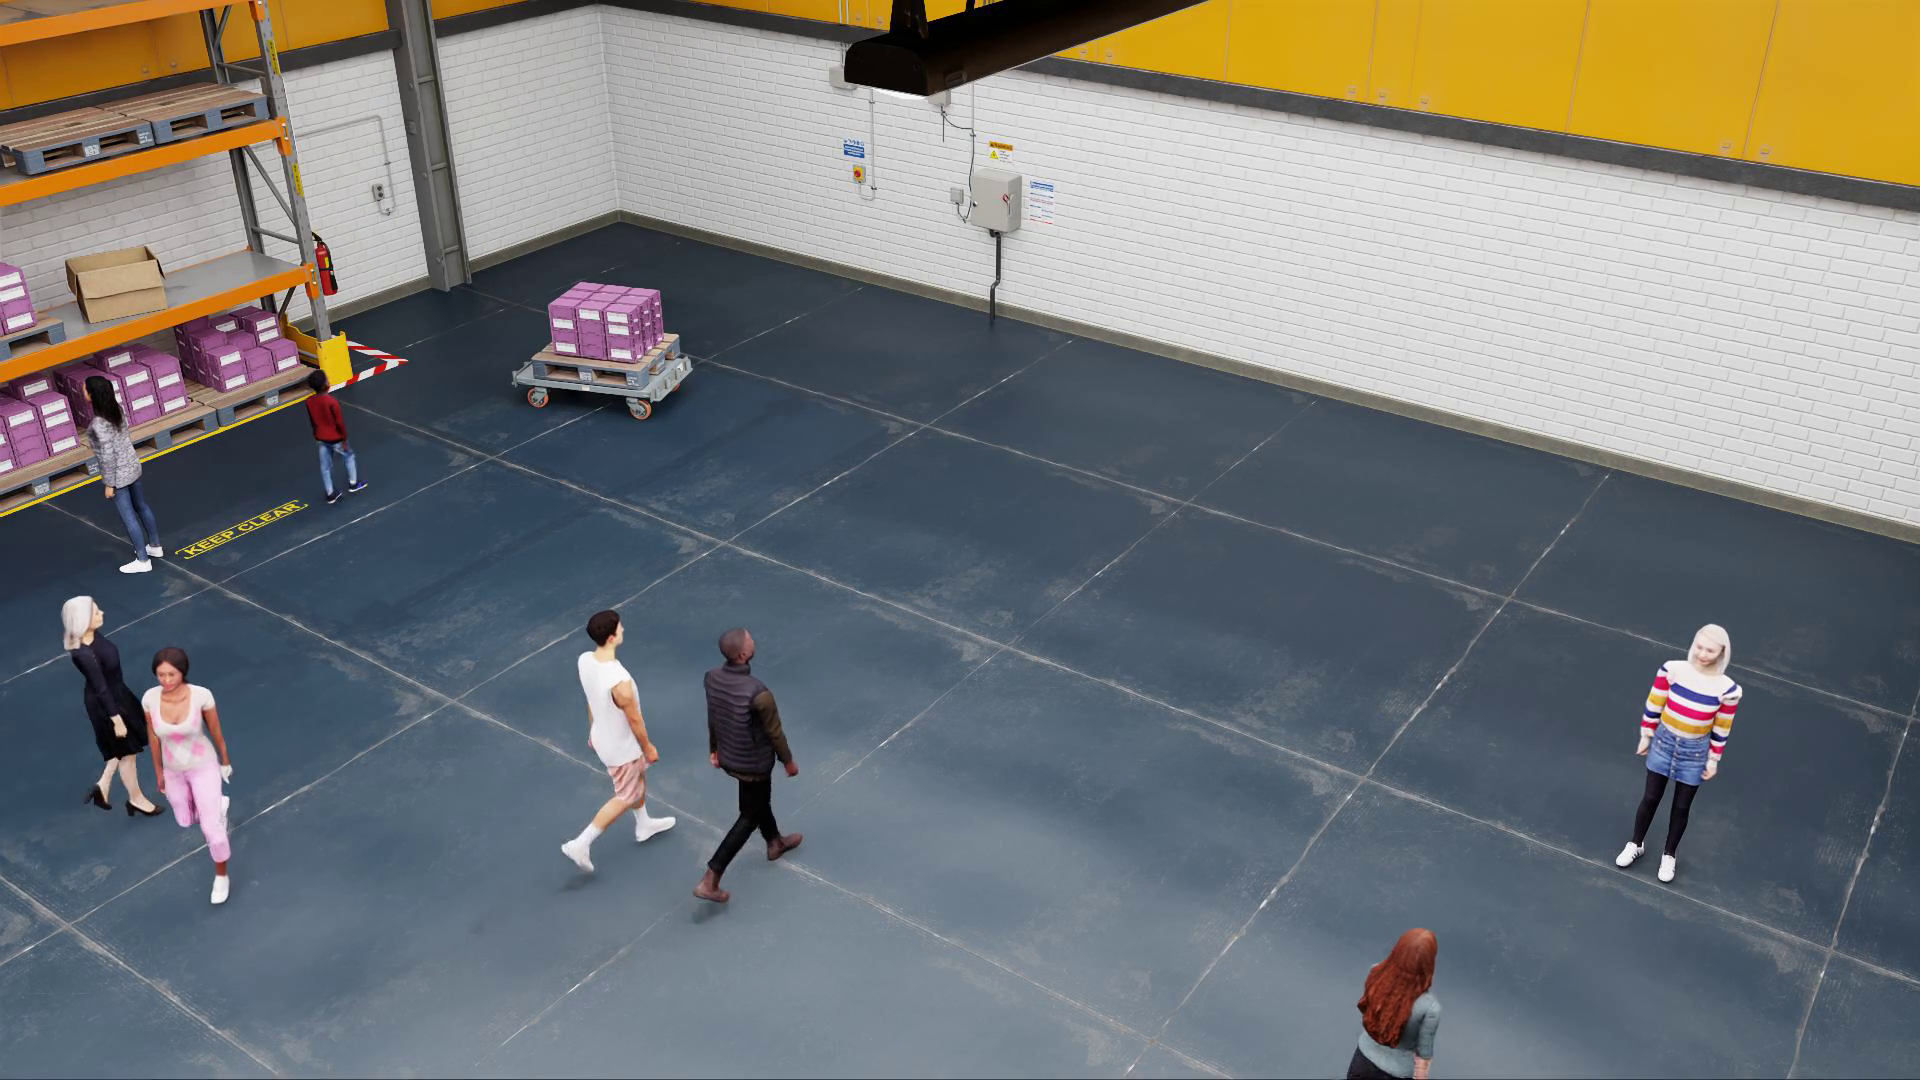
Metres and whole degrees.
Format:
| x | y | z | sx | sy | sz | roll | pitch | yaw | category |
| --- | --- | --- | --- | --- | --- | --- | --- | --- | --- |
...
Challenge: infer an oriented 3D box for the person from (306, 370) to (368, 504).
| x | y | z | sx | sy | sz | roll | pitch | yaw | category |
| --- | --- | --- | --- | --- | --- | --- | --- | --- | --- |
| -5.708 | -0.910 | 14.982 | 0.644 | 1.240 | 0.749 | 6 | 29 | 10 | person |

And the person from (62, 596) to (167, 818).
| x | y | z | sx | sy | sz | roll | pitch | yaw | category |
| --- | --- | --- | --- | --- | --- | --- | --- | --- | --- |
| -5.567 | 1.127 | 10.730 | 0.882 | 1.736 | 0.809 | -15 | 32 | -25 | person |

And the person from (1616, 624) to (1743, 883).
| x | y | z | sx | sy | sz | roll | pitch | yaw | category |
| --- | --- | --- | --- | --- | --- | --- | --- | --- | --- |
| 4.480 | 1.304 | 10.332 | 0.649 | 1.808 | 0.502 | 19 | 34 | 31 | person |

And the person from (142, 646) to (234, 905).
| x | y | z | sx | sy | sz | roll | pitch | yaw | category |
| --- | --- | --- | --- | --- | --- | --- | --- | --- | --- |
| -4.723 | 1.381 | 10.280 | 0.937 | 1.722 | 1.038 | -3 | 29 | -6 | person |

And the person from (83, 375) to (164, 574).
| x | y | z | sx | sy | sz | roll | pitch | yaw | category |
| --- | --- | --- | --- | --- | --- | --- | --- | --- | --- |
| -6.979 | -0.565 | 13.837 | 0.750 | 1.733 | 0.648 | 0 | 29 | 0 | person |

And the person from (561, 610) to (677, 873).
| x | y | z | sx | sy | sz | roll | pitch | yaw | category |
| --- | --- | --- | --- | --- | --- | --- | --- | --- | --- |
| -2.212 | 1.290 | 10.406 | 1.140 | 1.760 | 0.845 | -20 | 34 | -32 | person |

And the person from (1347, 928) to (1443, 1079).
| x | y | z | sx | sy | sz | roll | pitch | yaw | category |
| --- | --- | --- | --- | --- | --- | --- | --- | --- | --- |
| 2.007 | 2.629 | 8.027 | 0.711 | 1.688 | 1.207 | 24 | 37 | 37 | person |

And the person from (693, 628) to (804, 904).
| x | y | z | sx | sy | sz | roll | pitch | yaw | category |
| --- | --- | --- | --- | --- | --- | --- | --- | --- | --- |
| -1.366 | 1.401 | 10.161 | 0.824 | 1.801 | 1.216 | 25 | 37 | 38 | person |
